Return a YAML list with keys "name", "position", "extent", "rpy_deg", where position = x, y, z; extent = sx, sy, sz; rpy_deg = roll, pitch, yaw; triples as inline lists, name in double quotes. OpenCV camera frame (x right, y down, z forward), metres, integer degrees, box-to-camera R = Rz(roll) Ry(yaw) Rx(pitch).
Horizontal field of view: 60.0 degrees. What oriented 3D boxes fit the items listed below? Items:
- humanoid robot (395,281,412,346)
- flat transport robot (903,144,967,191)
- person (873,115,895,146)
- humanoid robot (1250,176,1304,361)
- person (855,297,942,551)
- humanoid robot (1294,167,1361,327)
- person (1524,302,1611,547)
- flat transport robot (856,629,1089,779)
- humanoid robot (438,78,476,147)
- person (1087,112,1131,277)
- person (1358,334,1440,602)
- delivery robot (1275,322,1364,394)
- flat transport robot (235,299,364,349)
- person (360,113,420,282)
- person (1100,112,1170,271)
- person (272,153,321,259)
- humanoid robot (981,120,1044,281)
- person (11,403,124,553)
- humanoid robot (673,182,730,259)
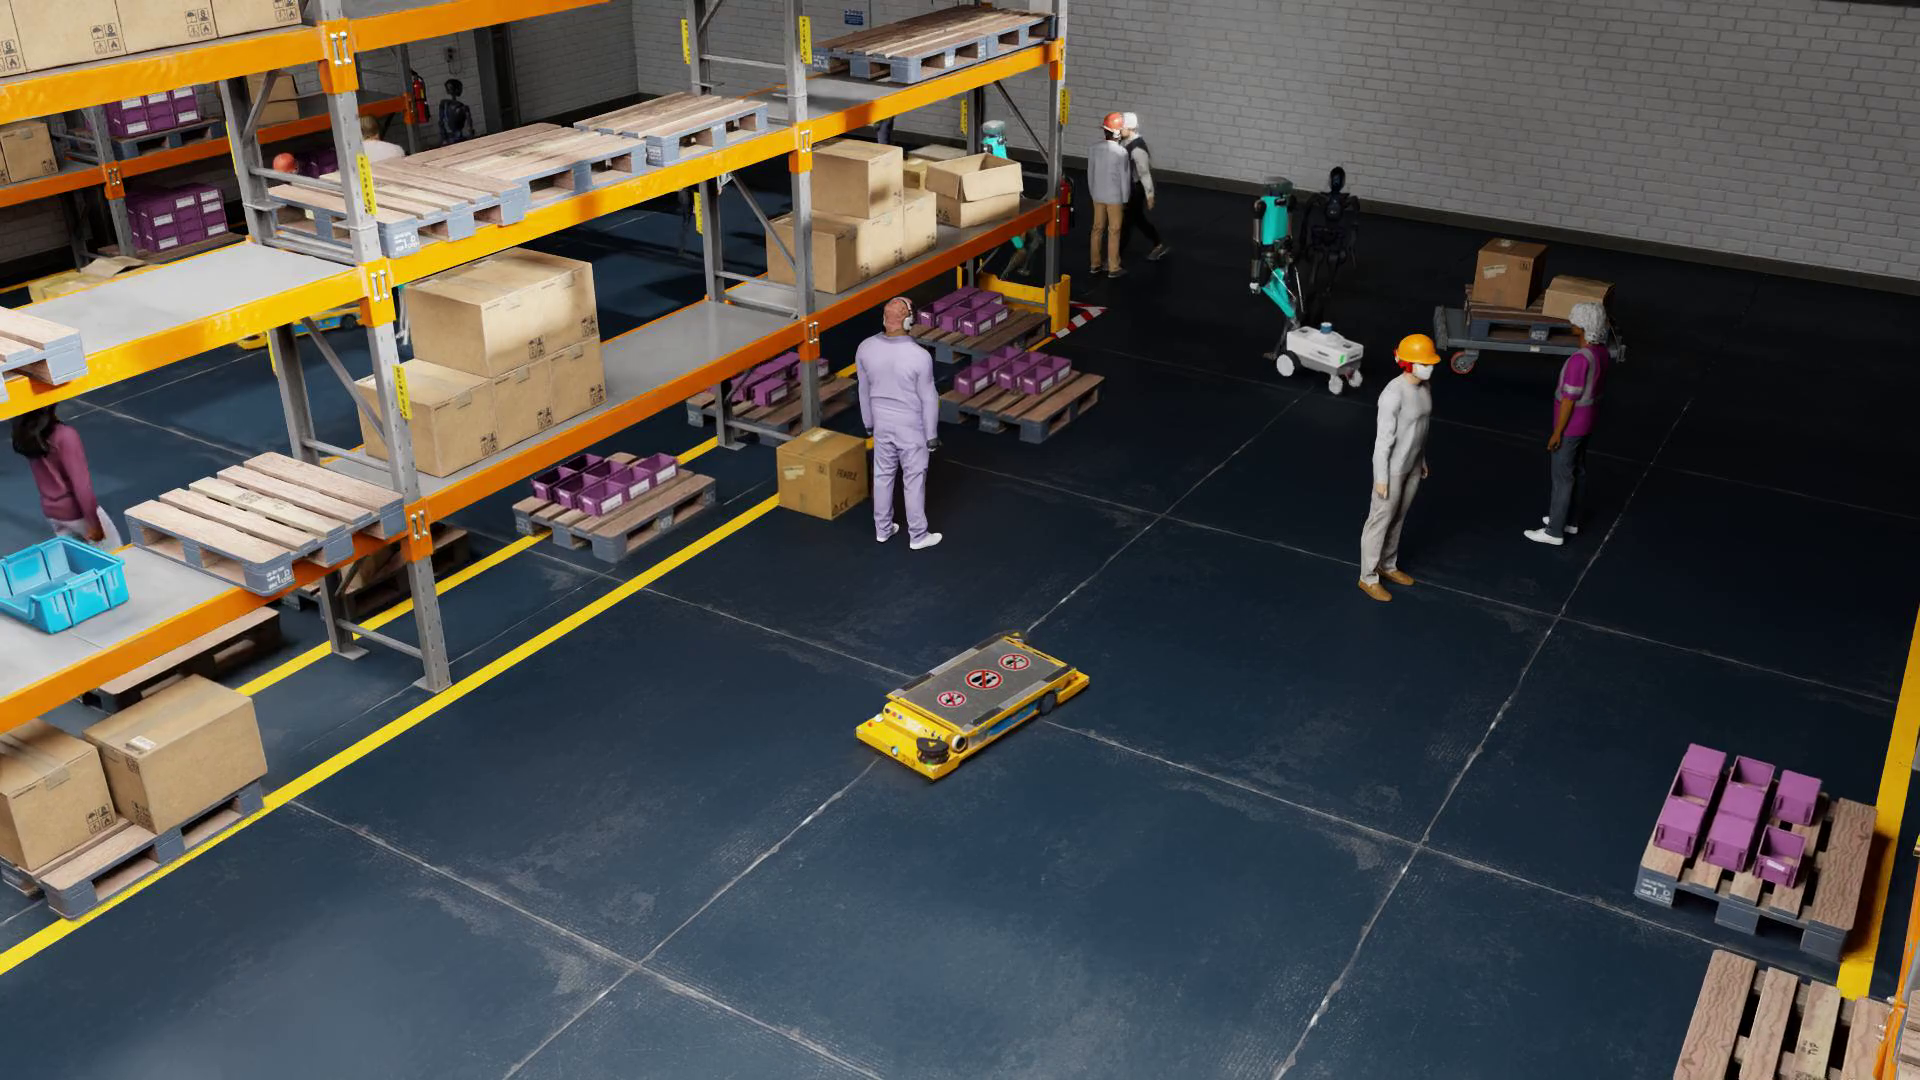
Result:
- name: "humanoid robot"
  position: [-5.499, -2.741, 15.987]
  extent: [0.569, 1.786, 0.751]
  rpy_deg: [13, 30, 24]
- name: "flat transport robot"
  position: [-0.543, -3.687, 19.463]
  extent: [1.431, 0.231, 0.659]
  rpy_deg: [20, 33, 34]
- name: "person"
  position: [-0.977, -5.363, 21.256]
  extent: [0.266, 1.630, 0.506]
  rpy_deg: [9, 28, 17]
- name: "humanoid robot"
  position: [3.010, -2.357, 15.330]
  extent: [0.548, 1.890, 0.729]
  rpy_deg: [-21, 33, -35]
- name: "person"
  position: [-0.419, -0.836, 12.043]
  extent: [0.639, 1.903, 0.410]
  rpy_deg: [15, 30, 26]
- name: "humanoid robot"
  position: [3.595, -2.872, 16.325]
  extent: [0.610, 1.637, 0.452]
  rpy_deg: [2, 27, 4]
- name: "person"
  position: [4.474, -0.852, 12.138]
  extent: [0.322, 1.843, 0.503]
  rpy_deg: [21, 34, 36]
- name: "flat transport robot"
  position: [0.098, 0.986, 10.254]
  extent: [0.659, 0.231, 1.431]
  rpy_deg: [23, 35, 37]
- name: "humanoid robot"
  position: [-6.044, -4.659, 19.833]
  extent: [0.604, 1.645, 0.480]
  rpy_deg: [15, 31, 27]
- name: "person"
  position: [1.615, -3.704, 17.854]
  extent: [0.558, 1.751, 0.324]
  rpy_deg: [23, 35, 38]
- name: "person"
  position: [3.022, -0.513, 11.414]
  extent: [0.360, 1.897, 0.572]
  rpy_deg: [24, 35, 39]
- name: "delivery robot"
  position: [3.323, -1.700, 15.219]
  extent: [0.499, 0.583, 0.774]
  rpy_deg: [-20, 33, -34]
- name: "flat transport robot"
  position: [-6.519, -2.213, 16.559]
  extent: [1.431, 0.231, 0.659]
  rpy_deg: [-20, 33, -34]
- name: "person"
  position: [-5.943, -3.418, 17.126]
  extent: [0.636, 1.906, 0.830]
  rpy_deg: [6, 28, 12]
- name: "person"
  position: [1.932, -3.815, 18.122]
  extent: [0.866, 1.712, 0.775]
  rpy_deg: [-7, 28, -13]
- name: "person"
  position: [-6.485, -2.991, 16.490]
  extent: [0.542, 1.721, 0.653]
  rpy_deg: [-23, 35, -37]
- name: "humanoid robot"
  position: [0.605, -3.479, 17.431]
  extent: [0.804, 1.771, 0.539]
  rpy_deg: [9, 28, 18]
- name: "person"
  position: [-5.752, -0.205, 10.798]
  extent: [0.579, 1.898, 0.451]
  rpy_deg: [10, 28, 18]
- name: "humanoid robot"
  position: [-2.909, -3.892, 18.330]
  extent: [0.638, 1.627, 0.608]
  rpy_deg: [6, 28, 12]
